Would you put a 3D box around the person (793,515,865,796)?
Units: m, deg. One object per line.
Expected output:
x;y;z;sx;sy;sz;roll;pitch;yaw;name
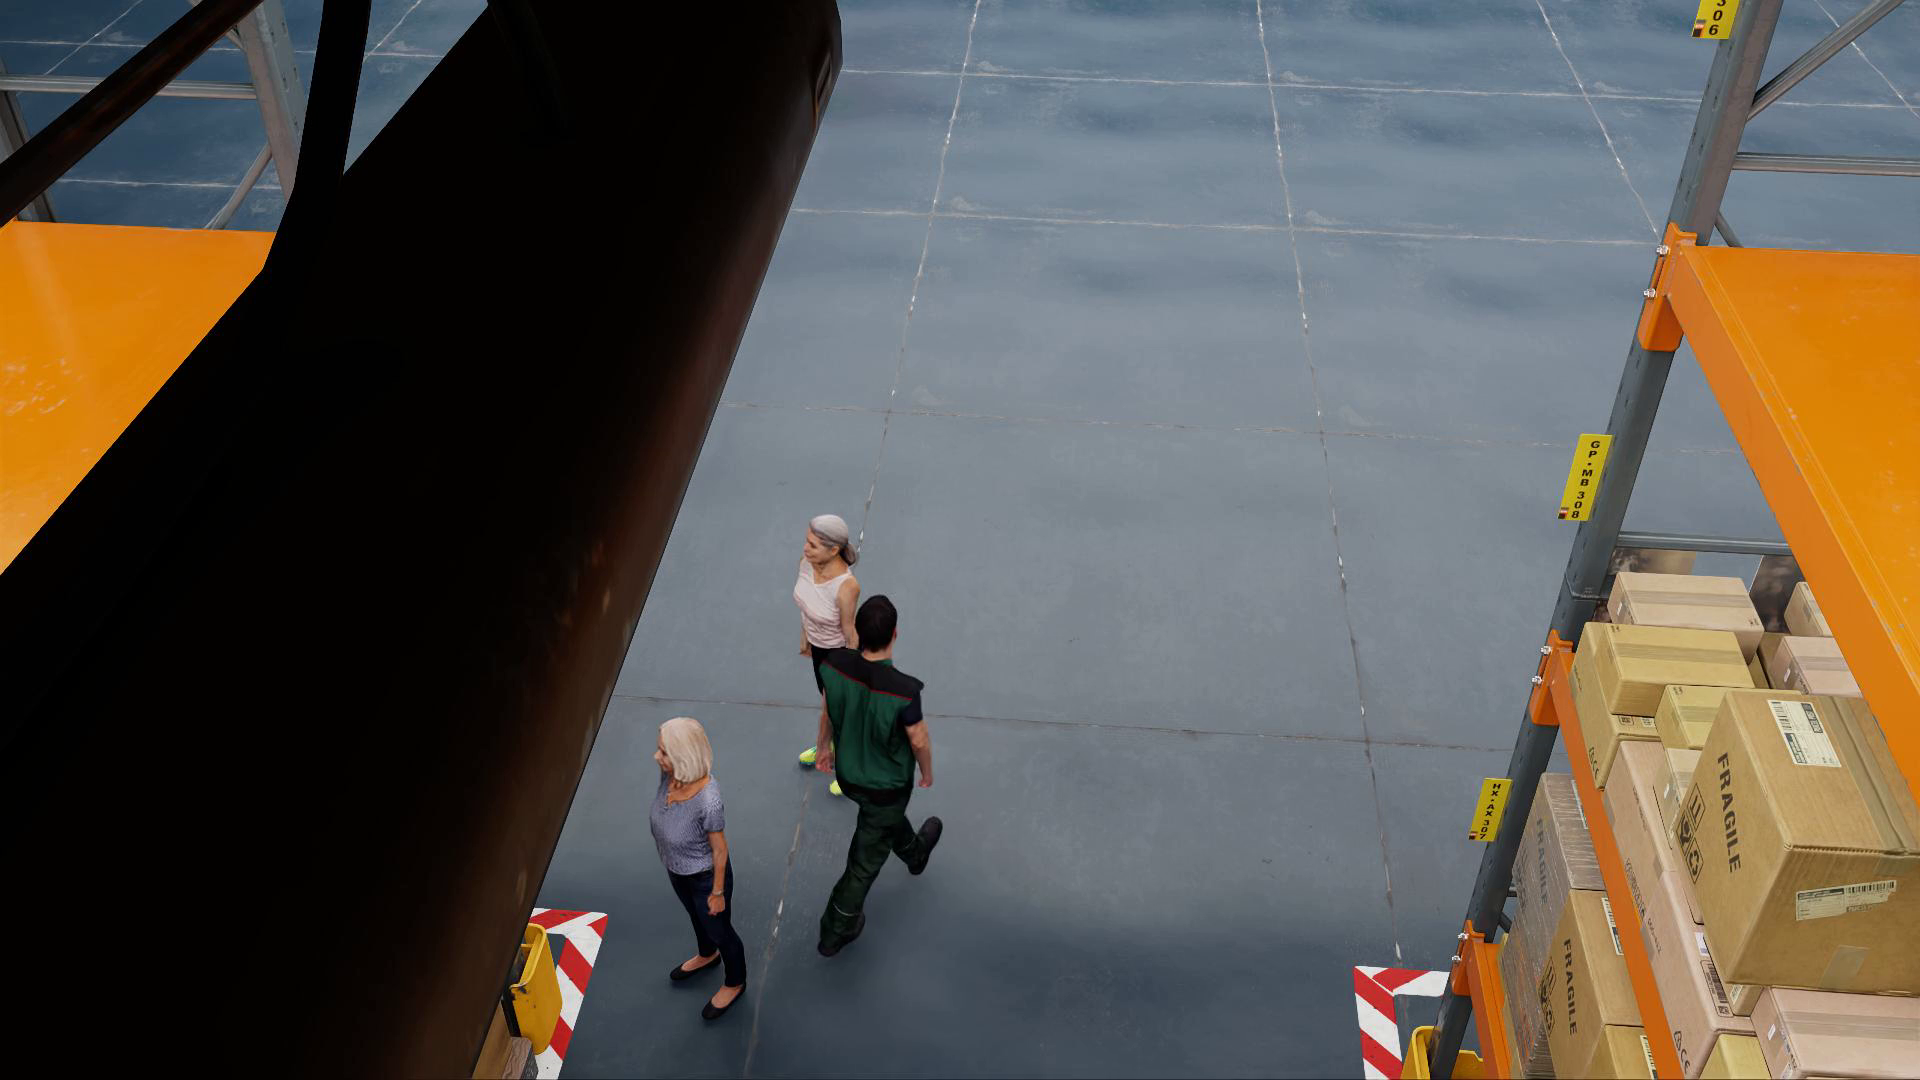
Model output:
-0.627;0.555;8.407;0.742;1.702;0.669;-24;44;-28;person

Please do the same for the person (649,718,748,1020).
-1.144;1.418;7.287;0.718;1.722;0.651;-26;45;-29;person

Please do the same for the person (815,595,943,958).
-0.441;1.137;7.543;1.110;1.849;1.314;23;44;27;person
